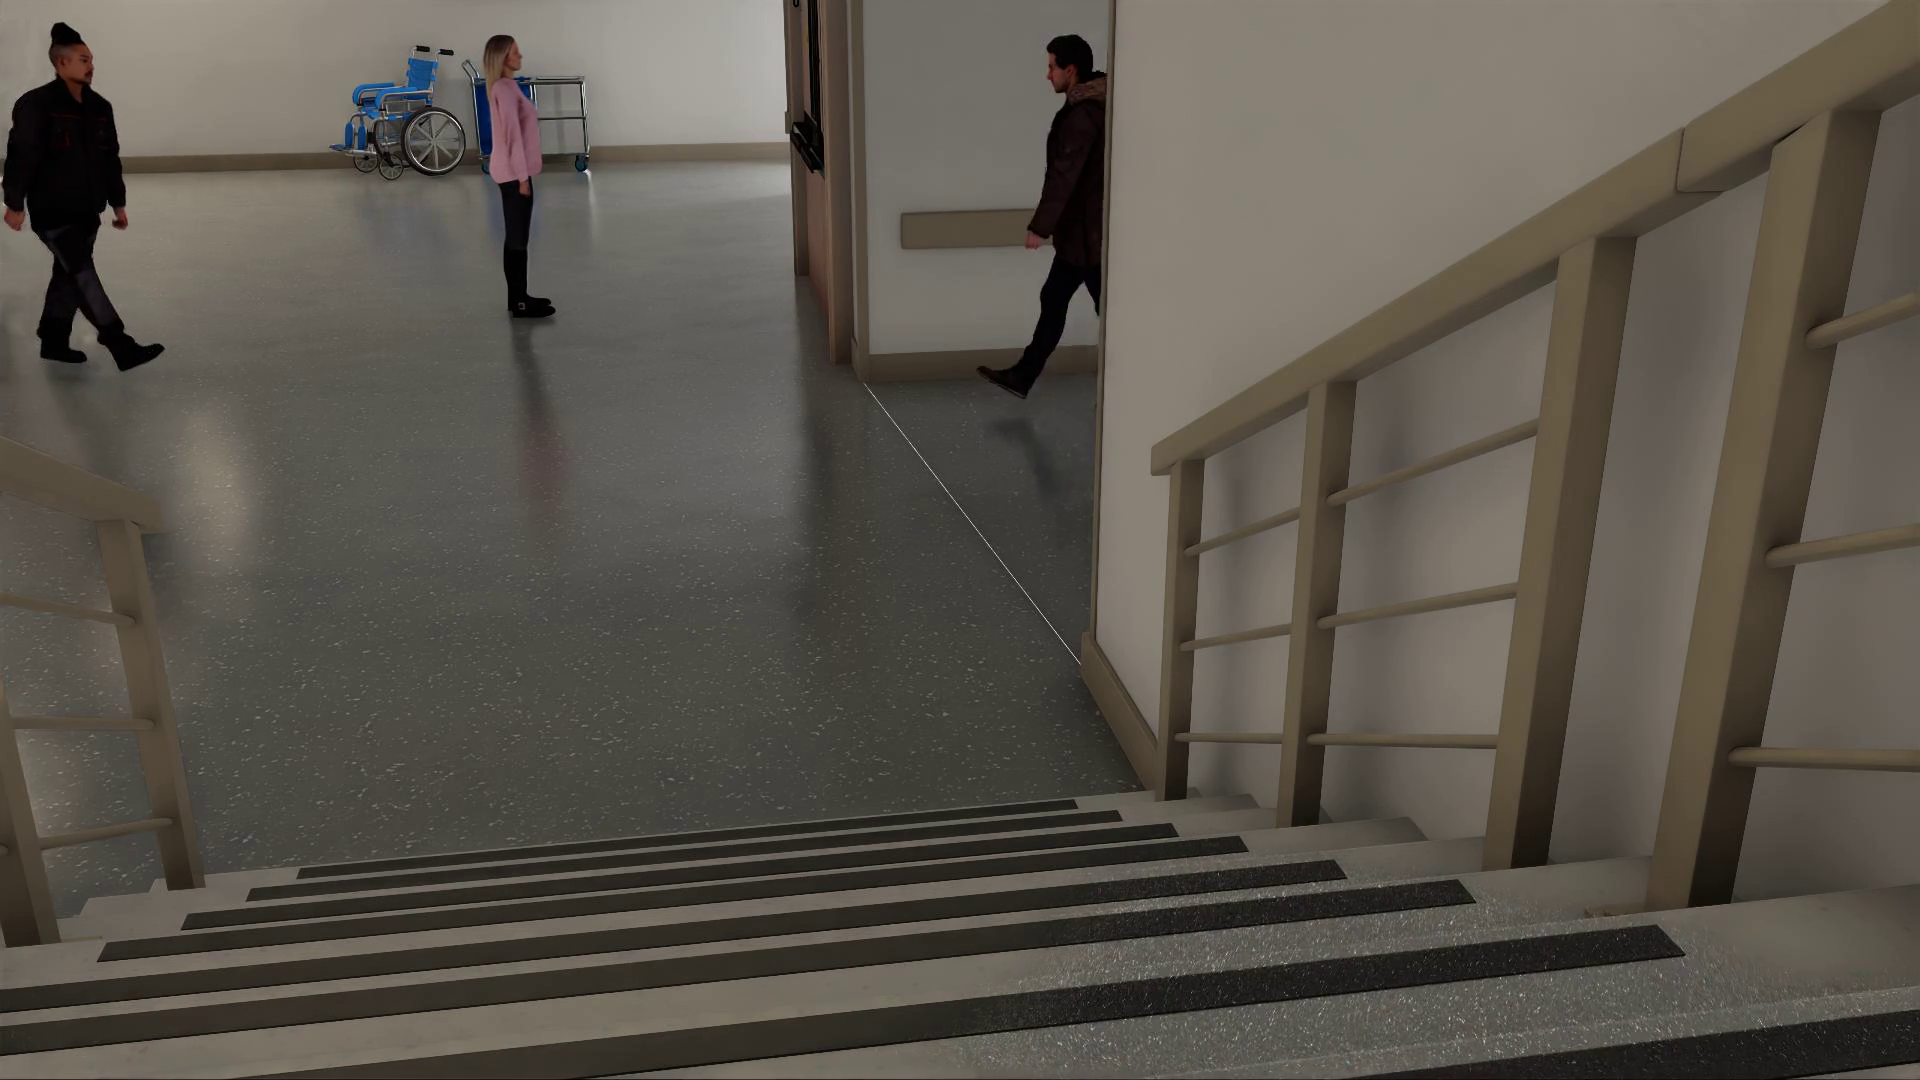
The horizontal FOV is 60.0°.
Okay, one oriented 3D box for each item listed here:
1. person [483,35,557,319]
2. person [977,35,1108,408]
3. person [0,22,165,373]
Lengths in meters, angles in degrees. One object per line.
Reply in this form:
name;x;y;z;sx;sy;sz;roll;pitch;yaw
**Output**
person;-2.752;-2.233;10.222;0.670;1.688;0.498;-5;21;-14
person;0.714;-1.488;8.108;0.995;1.791;1.141;0;21;0
person;-4.839;-1.777;8.851;1.109;1.805;1.186;5;21;14
